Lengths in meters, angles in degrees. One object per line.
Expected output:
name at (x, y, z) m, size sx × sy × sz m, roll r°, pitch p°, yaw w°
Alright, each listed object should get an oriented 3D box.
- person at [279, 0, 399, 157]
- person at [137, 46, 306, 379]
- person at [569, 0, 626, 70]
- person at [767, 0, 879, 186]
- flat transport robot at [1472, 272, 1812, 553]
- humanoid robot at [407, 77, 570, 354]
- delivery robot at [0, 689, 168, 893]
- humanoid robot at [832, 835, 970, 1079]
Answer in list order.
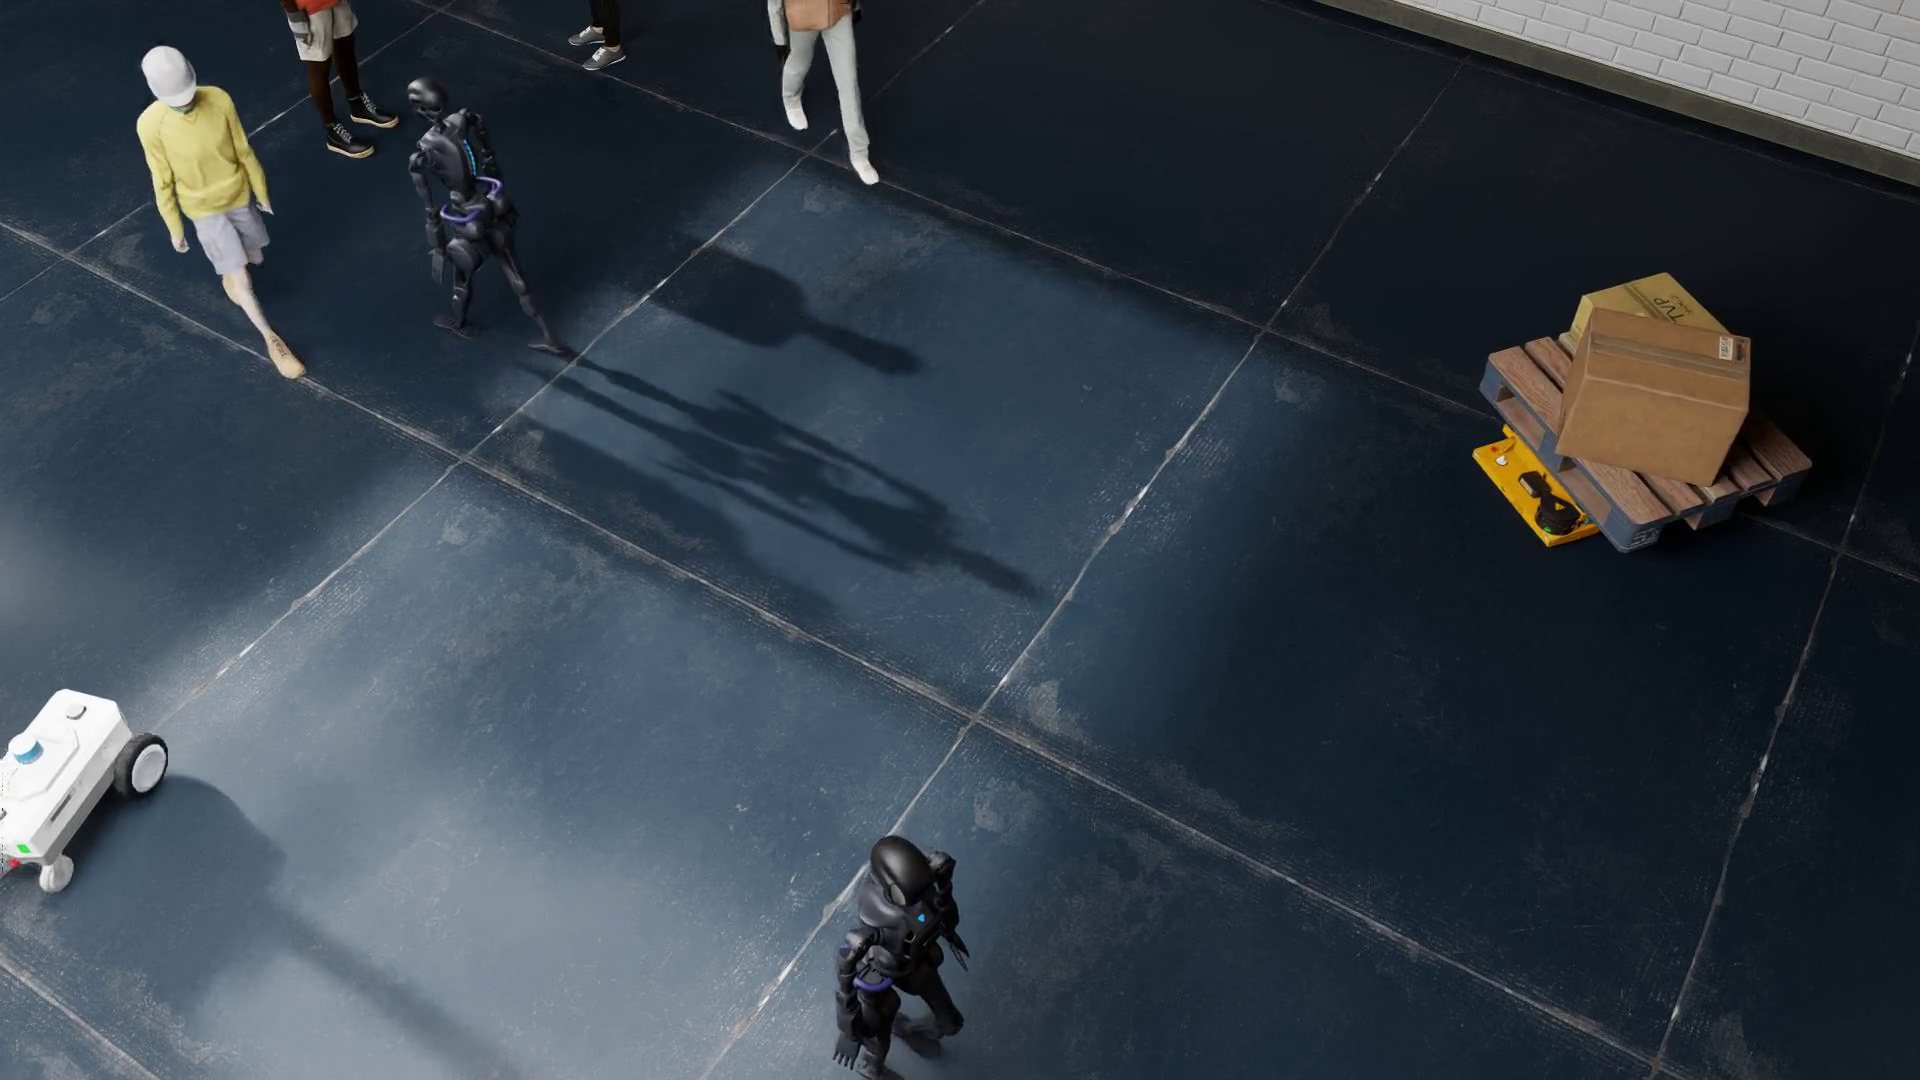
person at (-3.646, -3.102, 9.410) m, size 0.374 × 1.958 × 0.606 m, roll 11°, pitch 50°, yaw 9°
person at (-3.727, -1.716, 8.276) m, size 0.541 × 1.840 × 0.847 m, roll -36°, pitch 58°, yaw -27°
person at (-2.305, -3.720, 10.076) m, size 0.429 × 1.757 × 0.768 m, roll -18°, pitch 51°, yaw -15°
person at (-0.813, -3.004, 9.375) m, size 0.607 × 1.878 × 0.994 m, roll -23°, pitch 53°, yaw -19°
flat transport robot at (3.329, -0.432, 8.193) m, size 1.431 × 0.231 × 0.659 m, roll -17°, pitch 51°, yaw -14°
humanoid robot at (-2.445, -1.606, 8.315) m, size 0.792 × 1.619 × 0.611 m, roll 19°, pitch 52°, yaw 16°
delivery robot at (-3.677, 0.978, 6.781) m, size 0.499 × 0.610 × 0.793 m, roll 12°, pitch 50°, yaw 10°
humanoid robot at (-0.211, 1.468, 5.595) m, size 0.340 × 1.645 × 0.608 m, roll 32°, pitch 56°, yaw 25°
